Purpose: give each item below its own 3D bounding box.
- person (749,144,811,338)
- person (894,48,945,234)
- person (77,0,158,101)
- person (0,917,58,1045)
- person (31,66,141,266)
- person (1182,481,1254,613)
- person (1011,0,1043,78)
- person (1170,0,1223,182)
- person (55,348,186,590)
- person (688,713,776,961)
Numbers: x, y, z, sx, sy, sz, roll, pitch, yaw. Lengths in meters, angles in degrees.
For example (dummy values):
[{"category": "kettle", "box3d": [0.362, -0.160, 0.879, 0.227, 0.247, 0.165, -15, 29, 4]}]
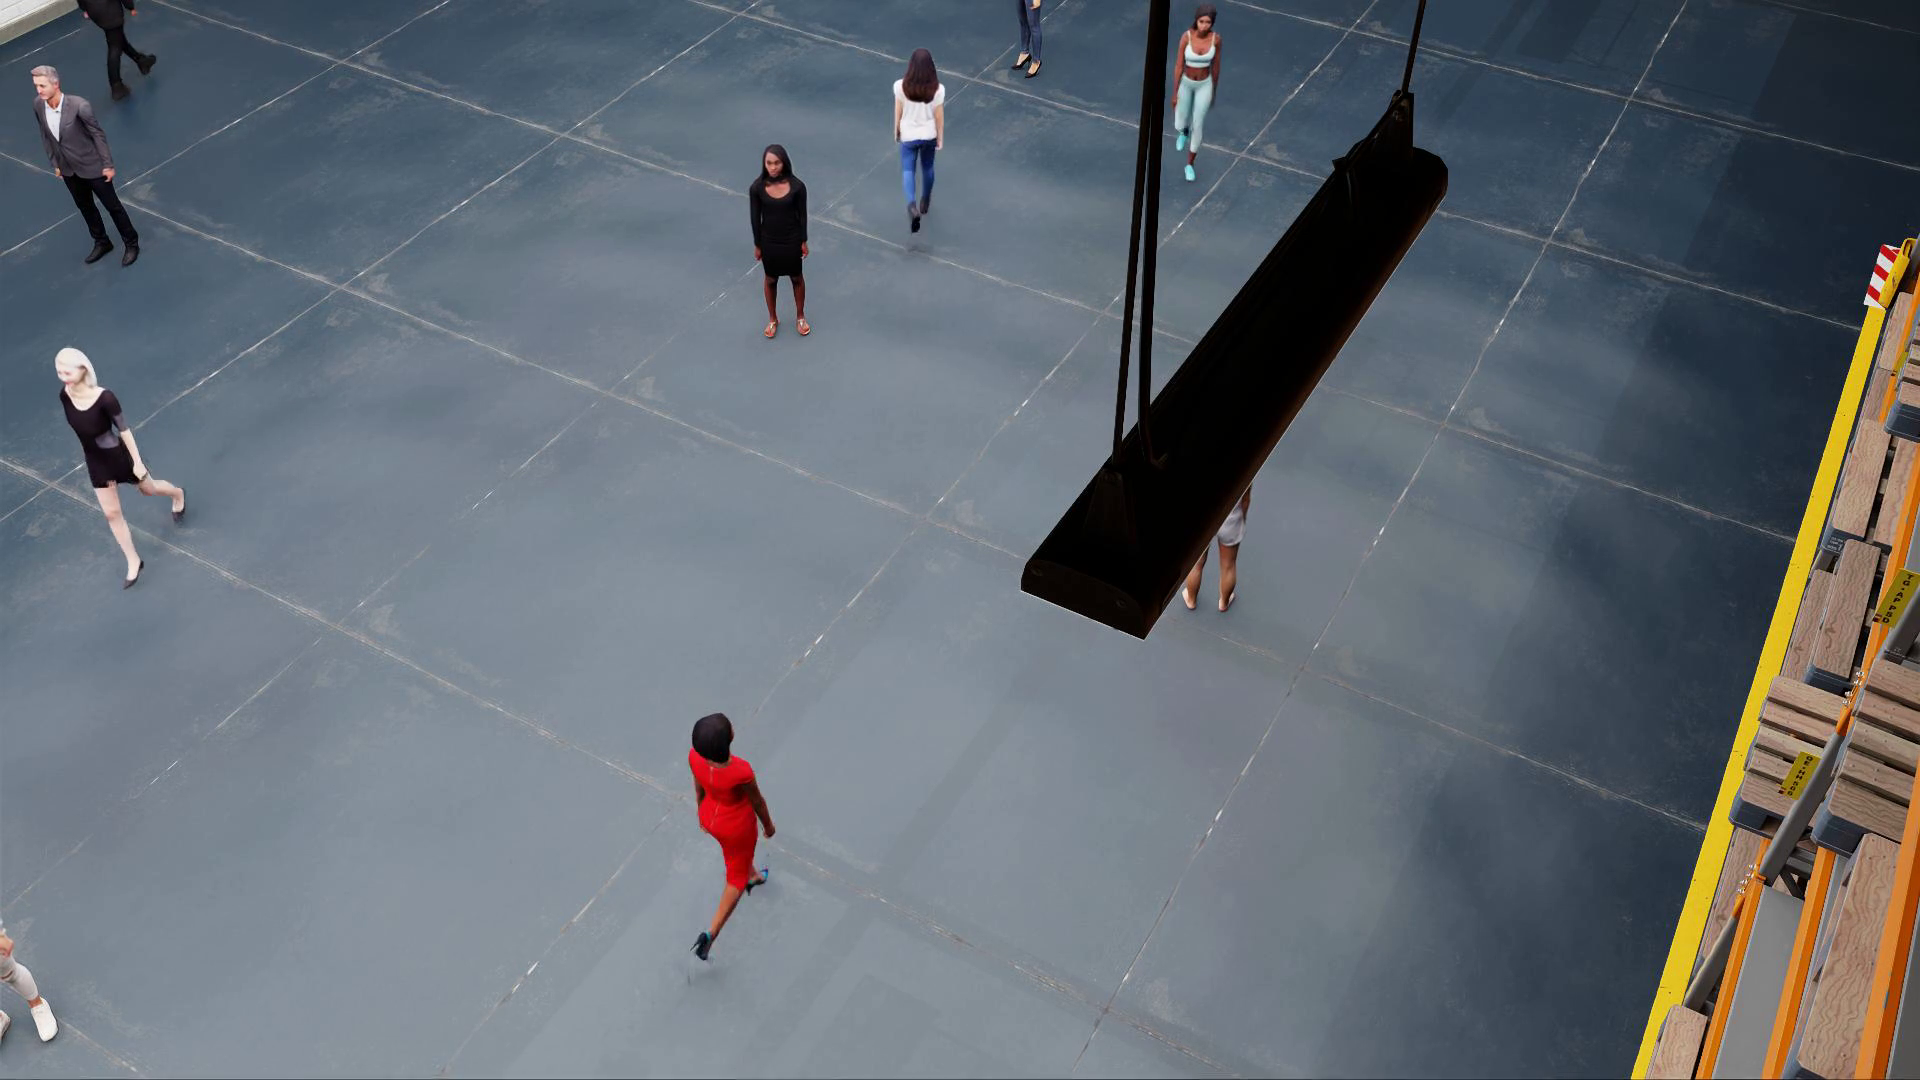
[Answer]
[{"category": "person", "box3d": [-1.453, -2.430, 13.528, 0.684, 1.721, 0.705, -4, 44, -4]}, {"category": "person", "box3d": [-0.373, -3.492, 14.683, 0.916, 1.665, 1.091, 1, 44, 1]}, {"category": "person", "box3d": [-8.483, -5.202, 16.426, 0.860, 1.737, 1.181, 9, 44, 9]}, {"category": "person", "box3d": [-5.259, 2.116, 8.770, 0.662, 1.702, 0.750, -15, 46, -15]}, {"category": "person", "box3d": [-7.543, -3.227, 14.278, 0.805, 1.840, 0.745, 5, 44, 6]}, {"category": "person", "box3d": [1.733, -0.134, 11.203, 0.647, 1.604, 0.667, 5, 44, 6]}, {"category": "person", "box3d": [0.693, -5.527, 16.725, 0.666, 1.794, 0.670, -23, 48, -22]}, {"category": "person", "box3d": [2.174, -4.185, 15.375, 0.745, 1.713, 0.874, 5, 44, 5]}, {"category": "person", "box3d": [-5.819, -0.603, 11.559, 0.902, 1.791, 1.214, 5, 44, 5]}, {"category": "person", "box3d": [-1.320, 1.650, 9.249, 0.573, 1.715, 1.031, 22, 48, 22]}]
